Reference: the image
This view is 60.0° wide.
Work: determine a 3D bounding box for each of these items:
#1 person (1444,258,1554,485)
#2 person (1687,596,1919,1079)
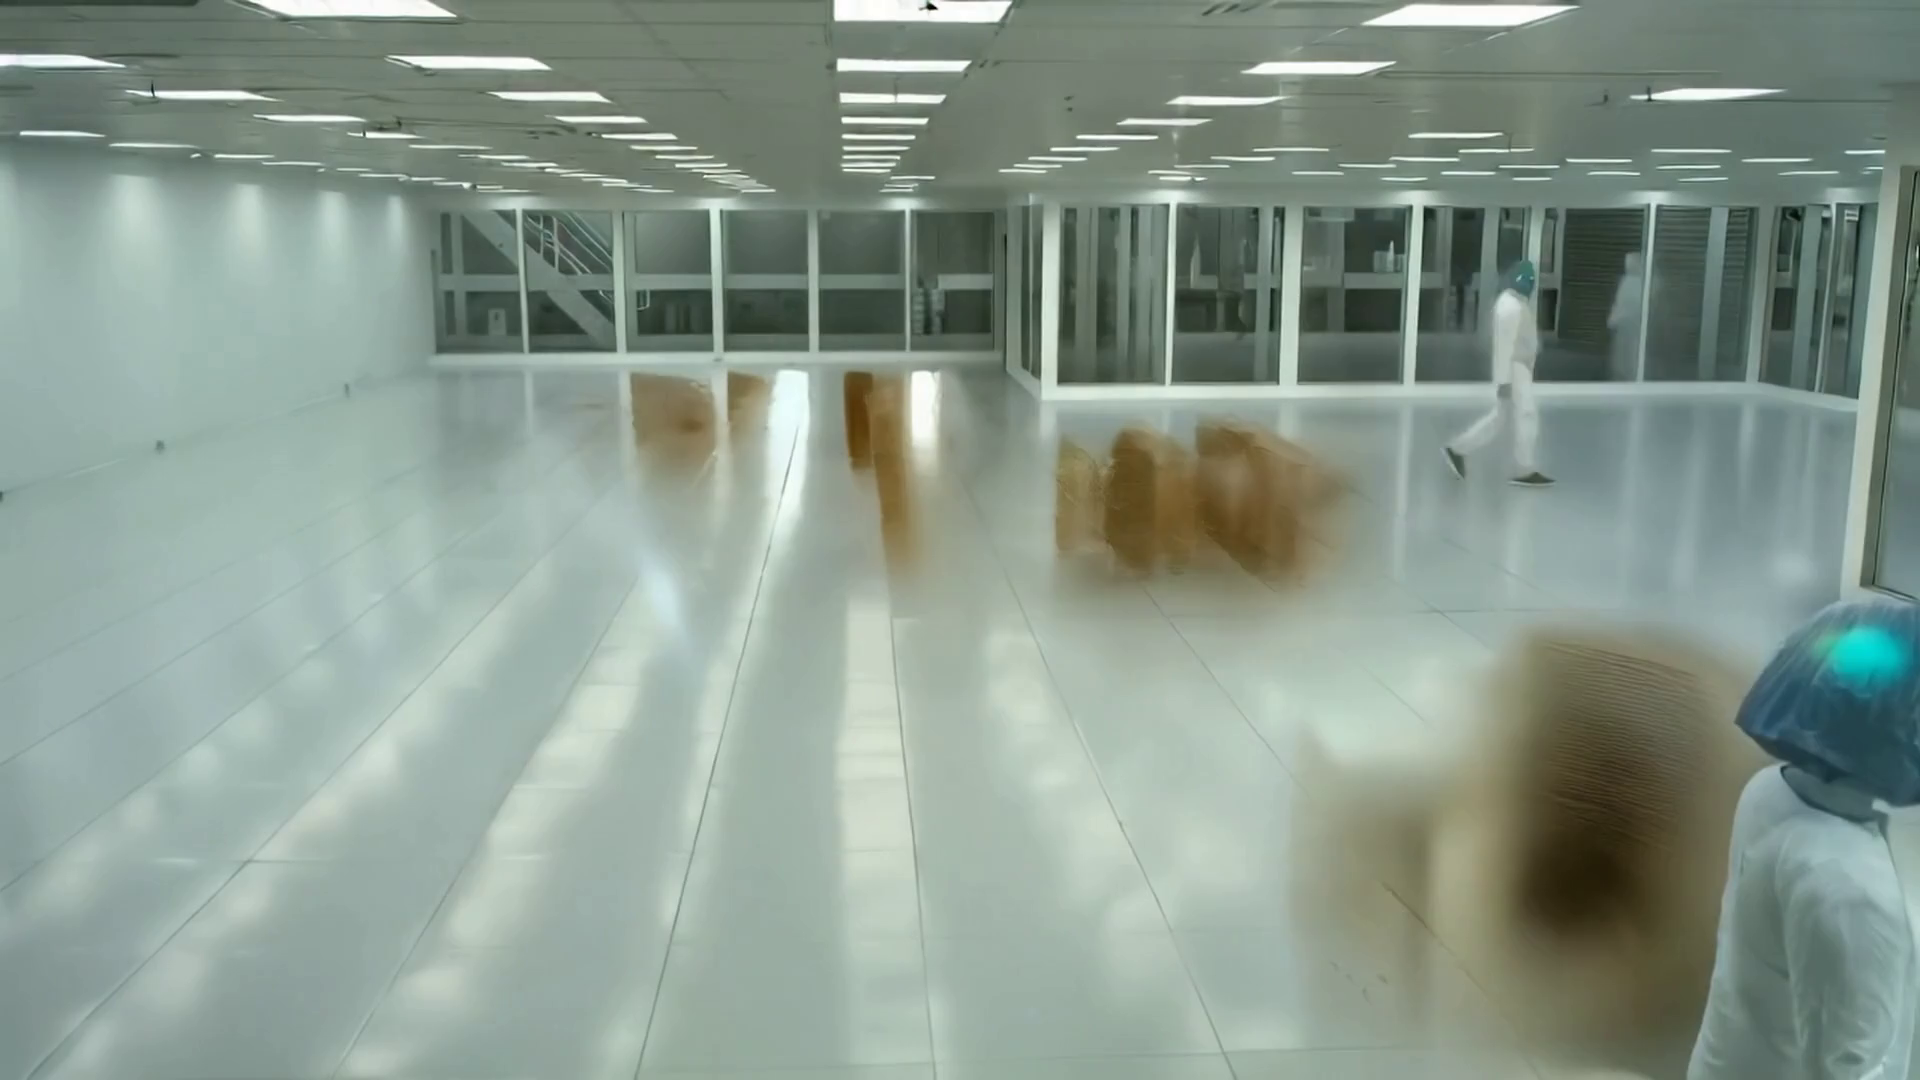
[{"bbox_3d":[4.514,-1.400,13.813,0.833,1.877,0.650,3,11,17],"label":"person"},{"bbox_3d":[1.133,0.871,2.262,0.288,1.626,0.497,3,11,14],"label":"person"}]
